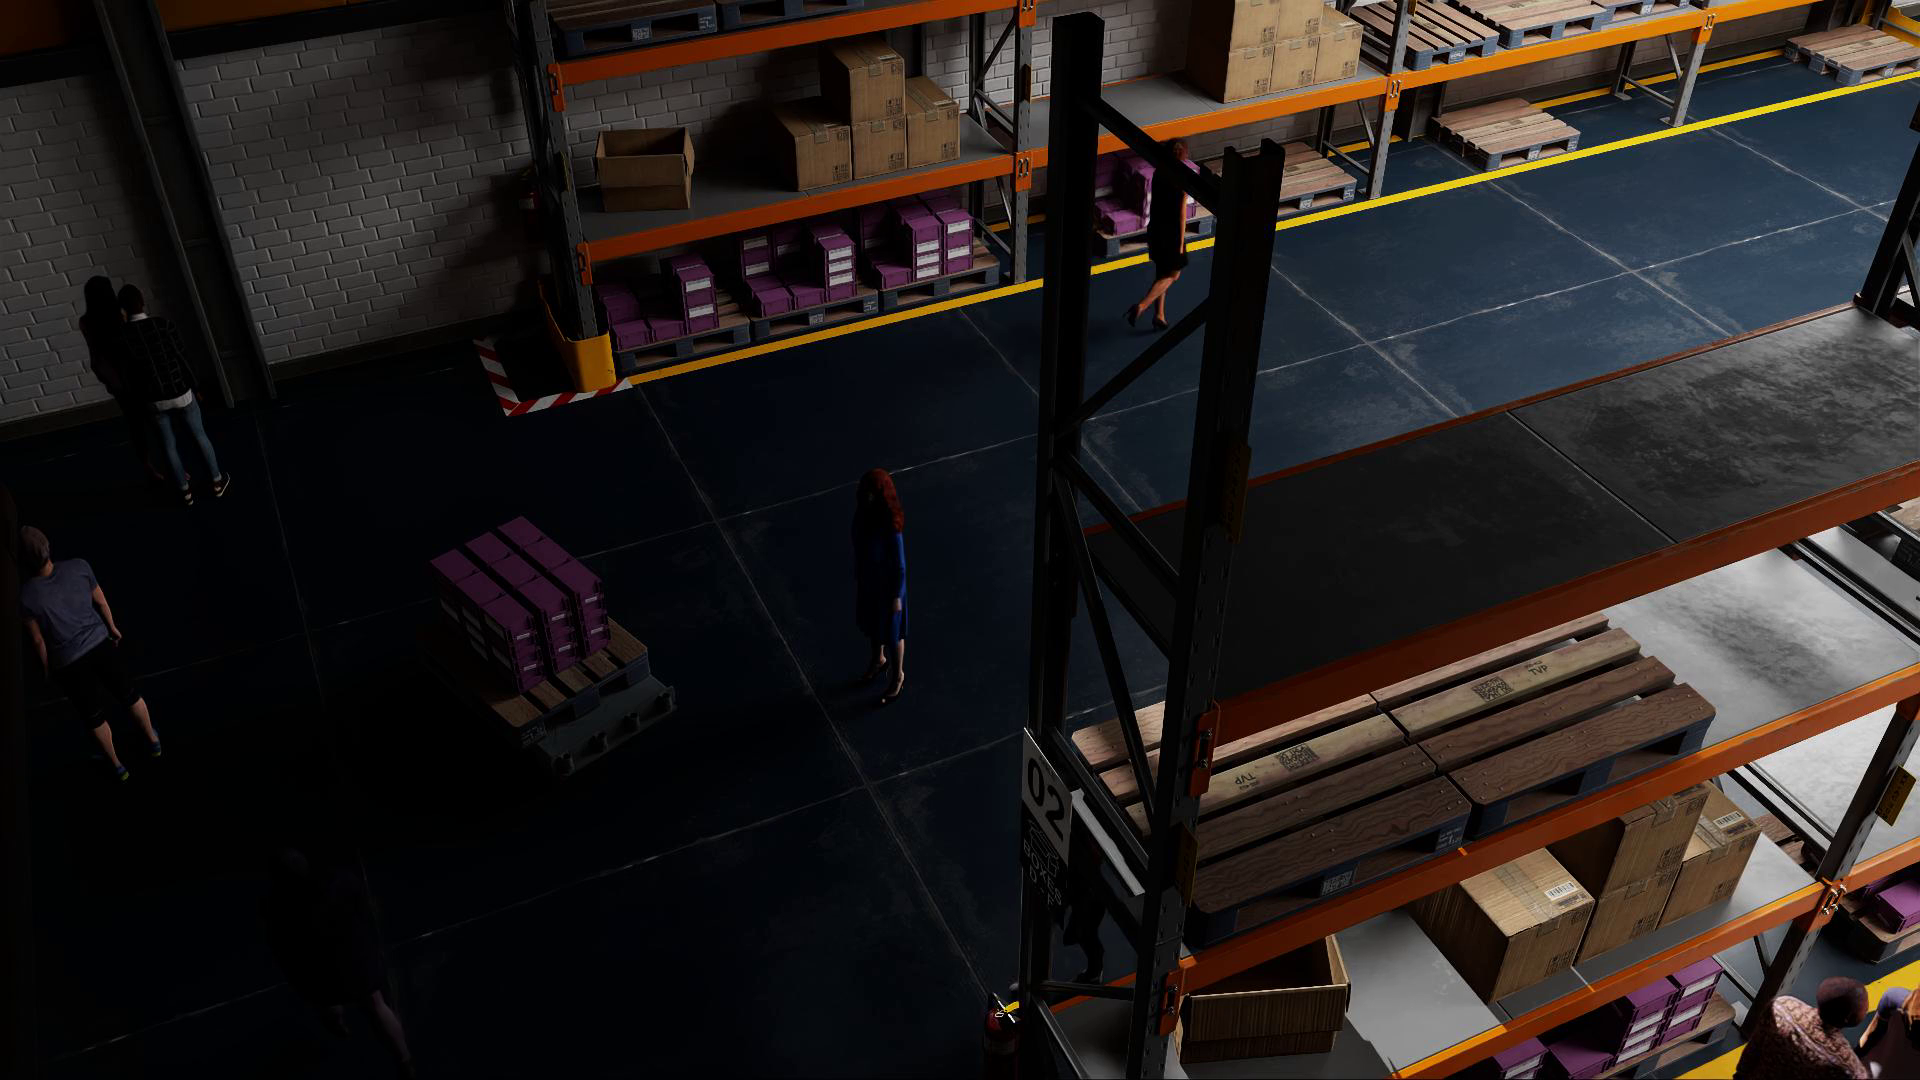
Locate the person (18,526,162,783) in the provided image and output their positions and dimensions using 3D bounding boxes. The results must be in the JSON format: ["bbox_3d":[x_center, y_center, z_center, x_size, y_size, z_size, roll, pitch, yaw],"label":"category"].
[{"bbox_3d":[-5.316,0.686,10.079,0.809,1.883,0.680,28,46,30],"label":"person"}]

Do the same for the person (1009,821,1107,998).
[{"bbox_3d":[0.690,1.845,8.789,0.759,1.683,0.643,-20,43,-23],"label":"person"}]

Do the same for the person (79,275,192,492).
[{"bbox_3d":[-6.191,-1.158,12.447,0.617,1.811,0.760,0,39,0],"label":"person"}]

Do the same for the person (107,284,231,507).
[{"bbox_3d":[-5.897,-1.069,12.328,0.491,1.820,0.718,-15,41,-18],"label":"person"}]

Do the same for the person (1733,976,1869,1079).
[{"bbox_3d":[3.795,2.644,7.687,0.593,1.808,0.686,-18,42,-21],"label":"person"}]

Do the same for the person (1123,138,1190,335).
[{"bbox_3d":[1.677,-2.515,14.134,0.892,1.825,0.708,-28,46,-30],"label":"person"}]

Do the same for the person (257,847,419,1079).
[{"bbox_3d":[-3.121,2.166,8.419,1.101,1.641,0.951,-30,48,-32],"label":"person"}]

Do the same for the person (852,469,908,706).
[{"bbox_3d":[-0.496,0.293,10.615,0.617,1.828,0.642,-23,44,-26],"label":"person"}]
